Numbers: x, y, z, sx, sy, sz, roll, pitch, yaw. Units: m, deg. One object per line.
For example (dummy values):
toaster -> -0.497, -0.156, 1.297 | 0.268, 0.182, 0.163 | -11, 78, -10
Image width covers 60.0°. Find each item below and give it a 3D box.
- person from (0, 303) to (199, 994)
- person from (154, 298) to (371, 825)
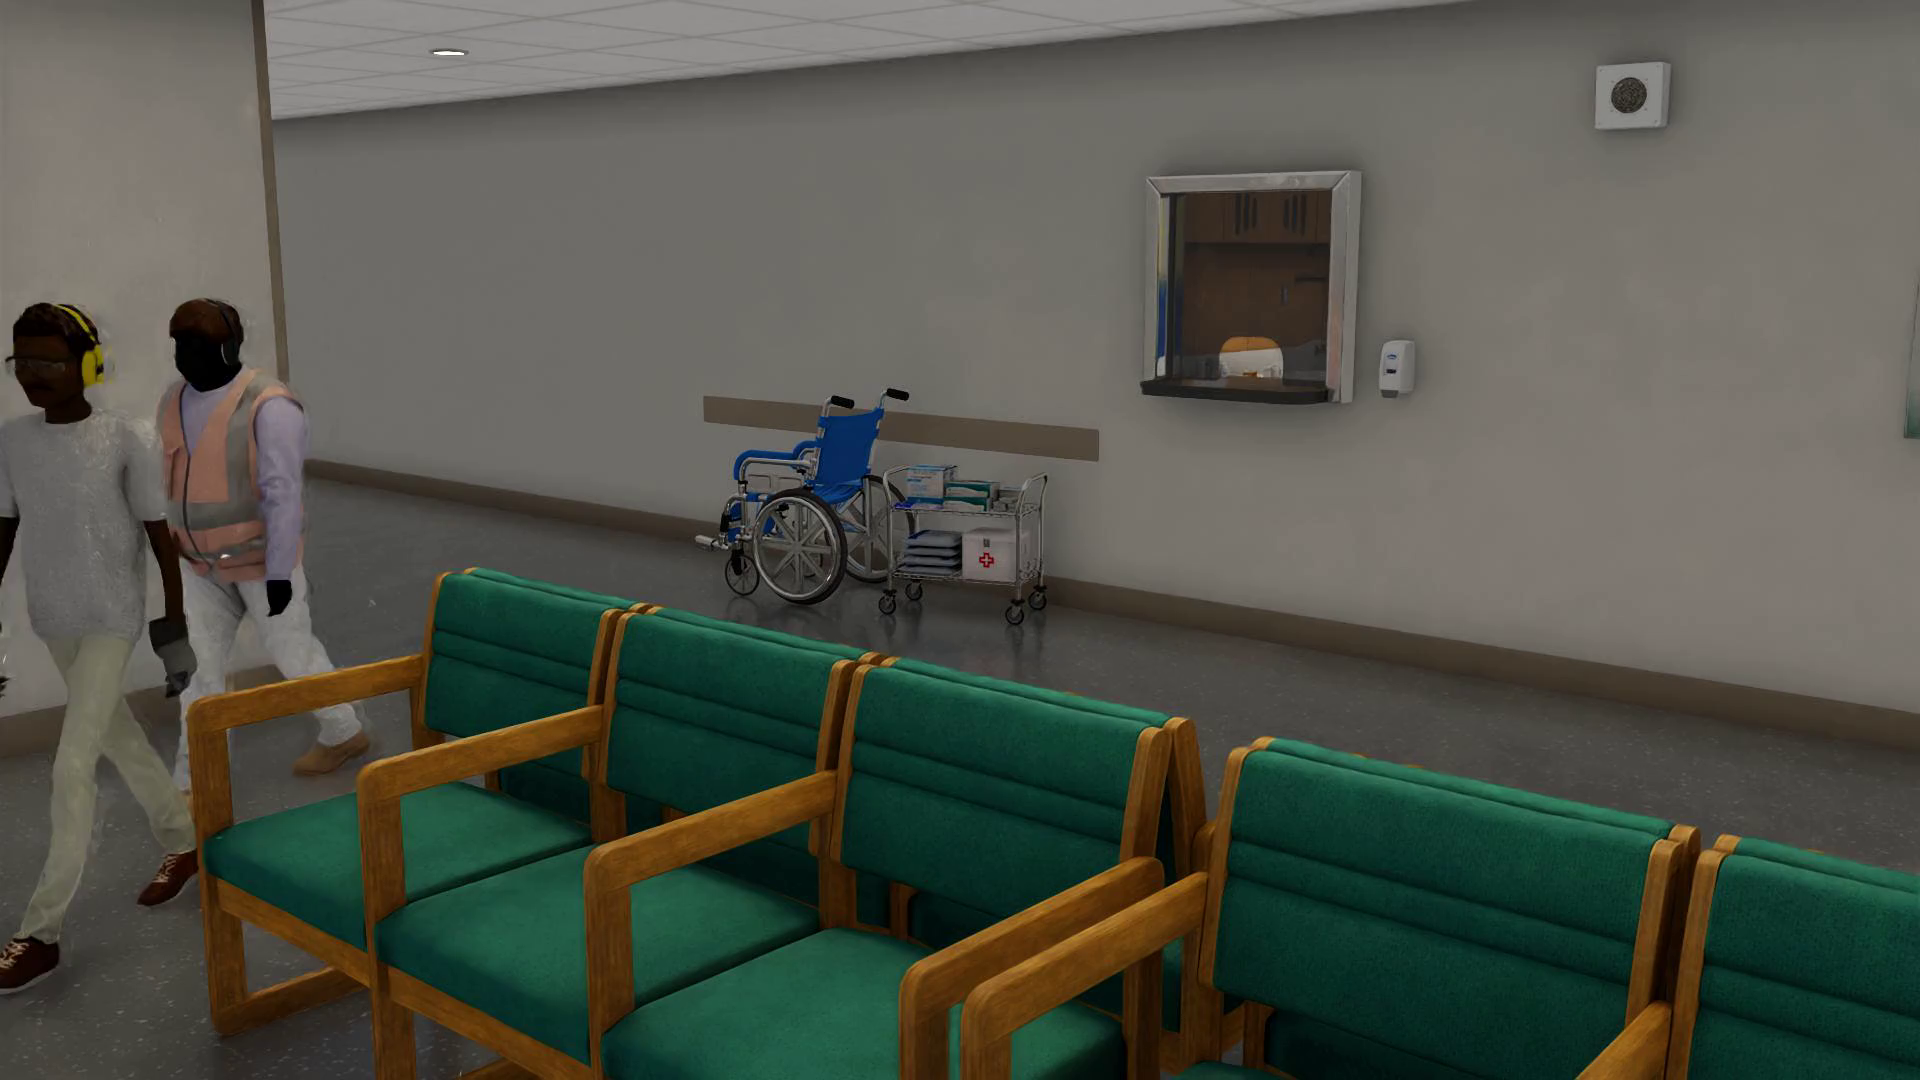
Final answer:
person -> -2.451, 0.251, 4.643 | 0.527, 1.815, 1.000 | 2, 10, 13
person -> -2.505, 0.047, 5.873 | 0.632, 1.804, 0.883 | 3, 11, 18
